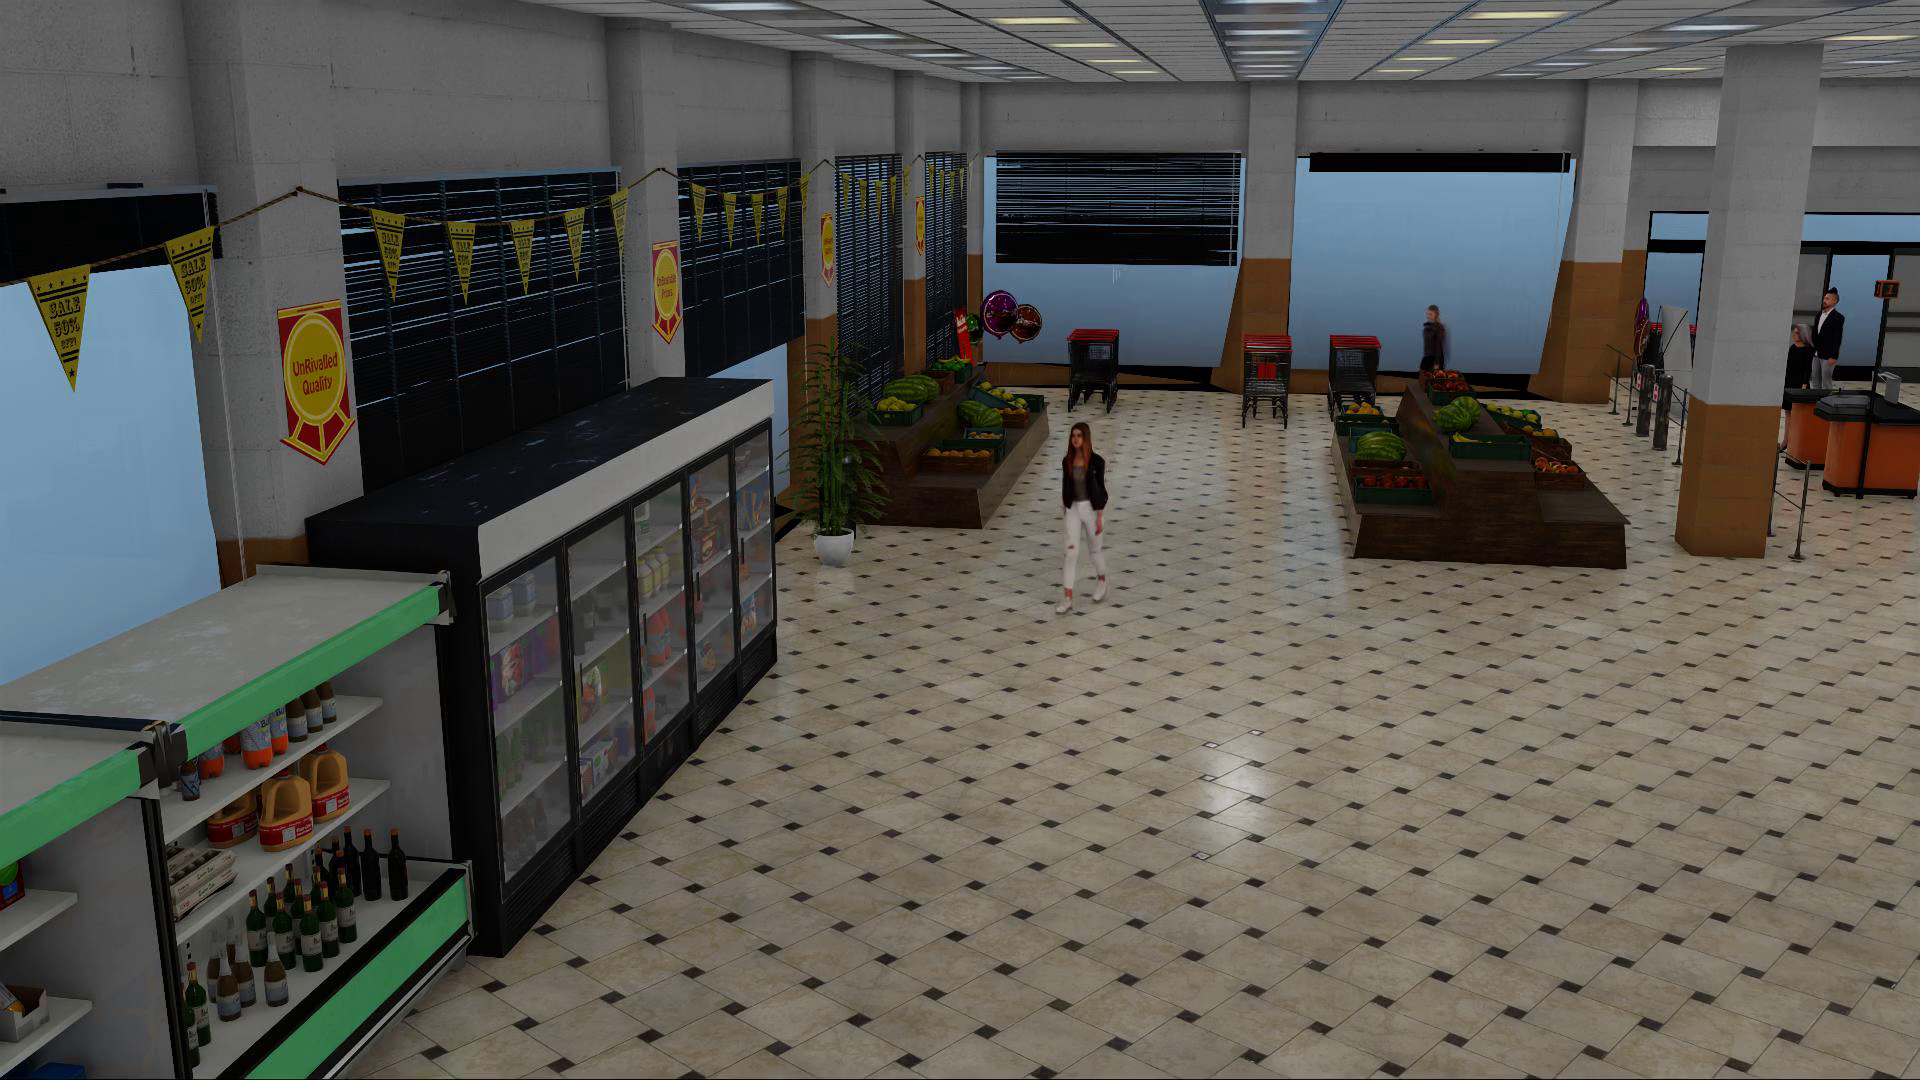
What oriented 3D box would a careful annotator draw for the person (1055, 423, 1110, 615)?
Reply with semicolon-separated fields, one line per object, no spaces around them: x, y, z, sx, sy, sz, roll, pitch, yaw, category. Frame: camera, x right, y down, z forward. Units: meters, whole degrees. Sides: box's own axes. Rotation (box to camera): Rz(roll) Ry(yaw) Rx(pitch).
1.149;-0.209;14.856;0.779;1.676;1.160;6;15;23;person

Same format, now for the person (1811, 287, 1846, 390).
13.084;-2.847;25.149;0.853;1.950;0.690;-3;14;-13;person

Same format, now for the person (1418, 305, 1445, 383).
7.238;-2.730;25.299;1.049;1.653;1.069;-5;14;-18;person

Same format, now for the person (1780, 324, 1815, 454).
11.096;-2.001;22.097;0.739;1.746;0.624;-3;14;-12;person
